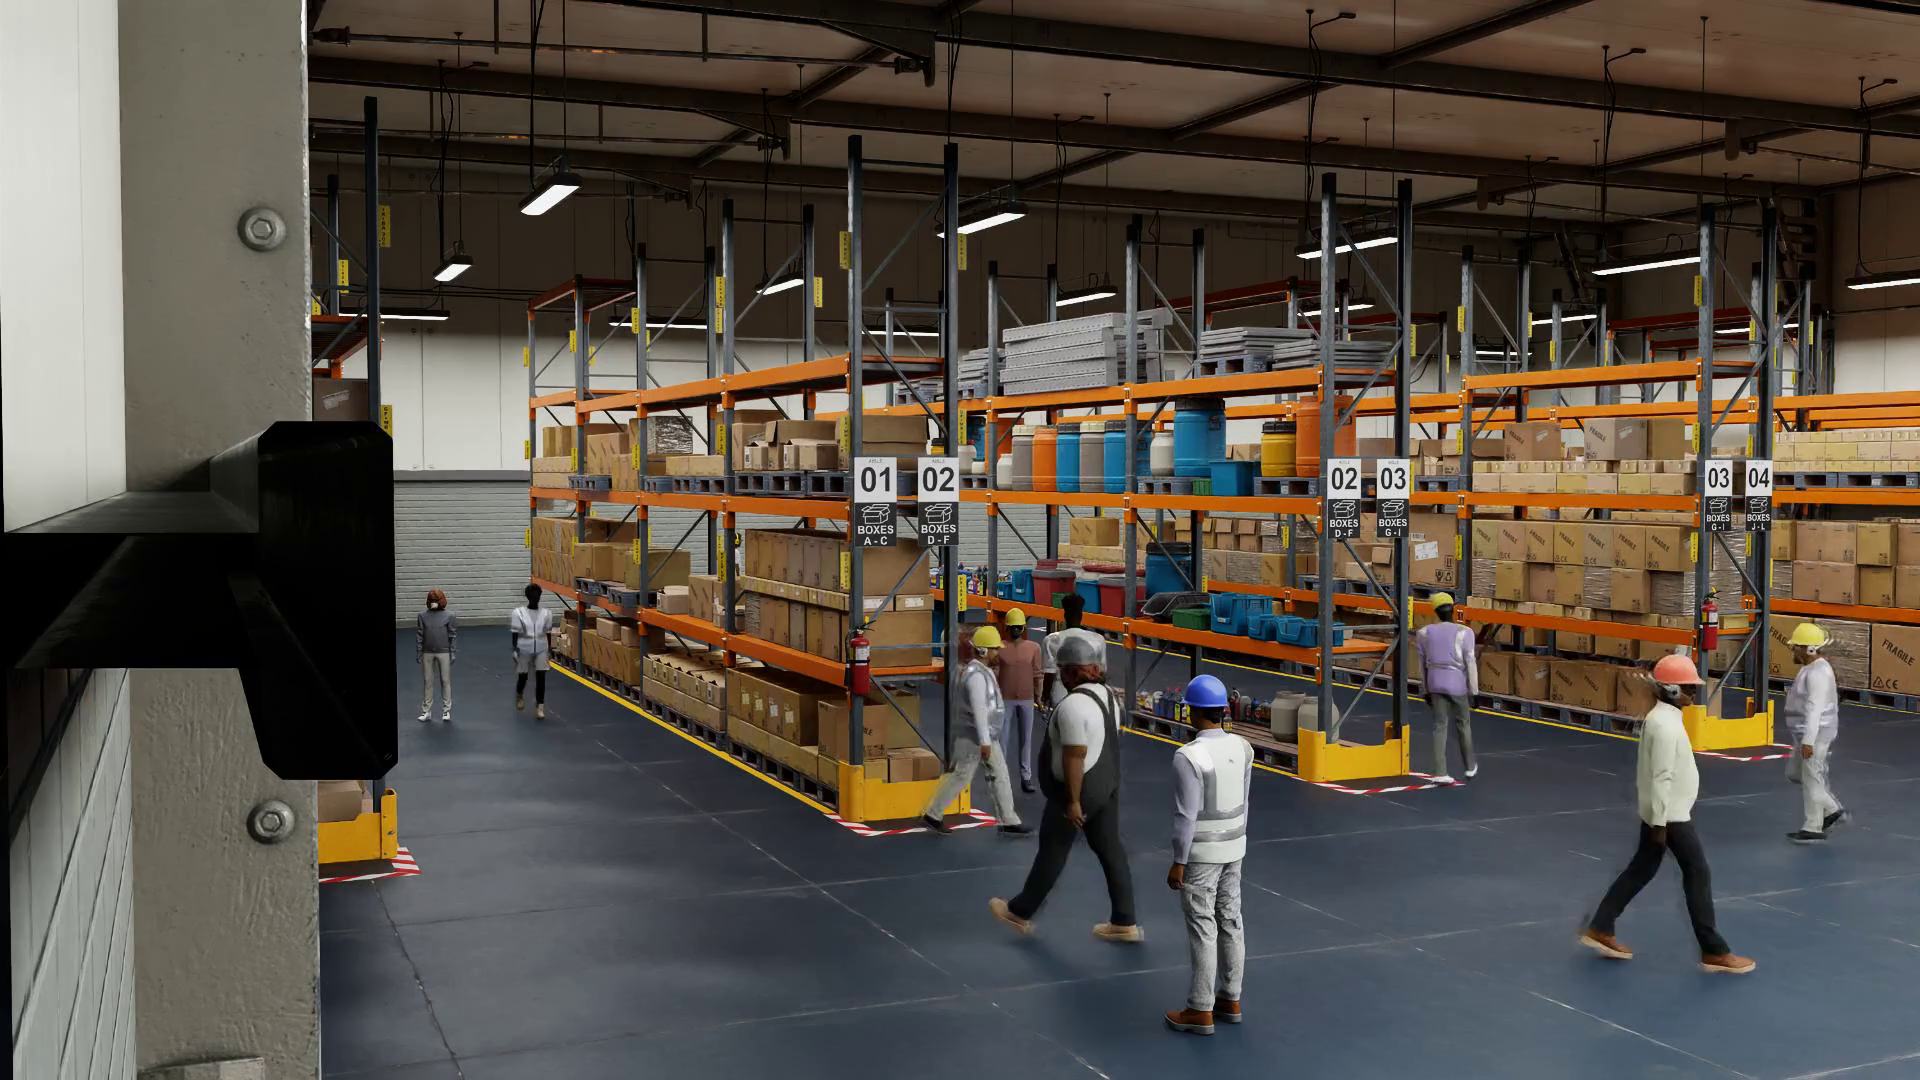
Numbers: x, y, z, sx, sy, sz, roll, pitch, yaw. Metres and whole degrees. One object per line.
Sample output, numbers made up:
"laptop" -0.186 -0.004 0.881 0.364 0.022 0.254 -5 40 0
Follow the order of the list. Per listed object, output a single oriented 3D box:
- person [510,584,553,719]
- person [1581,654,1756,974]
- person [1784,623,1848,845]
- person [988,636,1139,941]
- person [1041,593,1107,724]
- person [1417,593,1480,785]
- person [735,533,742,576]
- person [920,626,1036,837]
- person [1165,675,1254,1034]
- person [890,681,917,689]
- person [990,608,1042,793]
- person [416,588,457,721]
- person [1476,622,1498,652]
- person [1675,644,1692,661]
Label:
"person" -5.354 1.369 22.374 0.543 1.682 0.631 -1 2 -25
"person" 4.373 1.673 11.146 1.003 1.951 0.626 1 2 16
"person" 7.030 1.594 14.778 0.430 1.820 0.593 1 2 19
"person" 0.725 1.621 11.817 1.013 2.000 0.705 1 3 32
"person" 1.037 1.464 16.315 0.612 1.962 0.364 0 2 -9
"person" 4.882 1.461 17.722 0.670 1.861 0.896 2 3 35
"person" -4.442 0.789 35.312 0.320 1.862 0.510 -1 3 -29
"person" 0.120 1.607 15.053 0.951 1.786 0.607 0 2 10
"person" 1.373 1.718 9.913 0.391 1.948 0.605 2 3 45
"person" -0.806 1.217 25.401 0.554 1.767 0.334 -1 2 -25
"person" 0.534 1.531 17.146 0.533 1.767 0.324 0 2 -9
"person" -6.457 1.407 22.084 0.497 1.633 0.289 0 2 0
"person" 8.488 1.034 28.754 0.552 1.890 0.989 -1 2 -27
"person" 9.950 1.194 24.434 0.574 1.883 0.355 -1 2 -26
